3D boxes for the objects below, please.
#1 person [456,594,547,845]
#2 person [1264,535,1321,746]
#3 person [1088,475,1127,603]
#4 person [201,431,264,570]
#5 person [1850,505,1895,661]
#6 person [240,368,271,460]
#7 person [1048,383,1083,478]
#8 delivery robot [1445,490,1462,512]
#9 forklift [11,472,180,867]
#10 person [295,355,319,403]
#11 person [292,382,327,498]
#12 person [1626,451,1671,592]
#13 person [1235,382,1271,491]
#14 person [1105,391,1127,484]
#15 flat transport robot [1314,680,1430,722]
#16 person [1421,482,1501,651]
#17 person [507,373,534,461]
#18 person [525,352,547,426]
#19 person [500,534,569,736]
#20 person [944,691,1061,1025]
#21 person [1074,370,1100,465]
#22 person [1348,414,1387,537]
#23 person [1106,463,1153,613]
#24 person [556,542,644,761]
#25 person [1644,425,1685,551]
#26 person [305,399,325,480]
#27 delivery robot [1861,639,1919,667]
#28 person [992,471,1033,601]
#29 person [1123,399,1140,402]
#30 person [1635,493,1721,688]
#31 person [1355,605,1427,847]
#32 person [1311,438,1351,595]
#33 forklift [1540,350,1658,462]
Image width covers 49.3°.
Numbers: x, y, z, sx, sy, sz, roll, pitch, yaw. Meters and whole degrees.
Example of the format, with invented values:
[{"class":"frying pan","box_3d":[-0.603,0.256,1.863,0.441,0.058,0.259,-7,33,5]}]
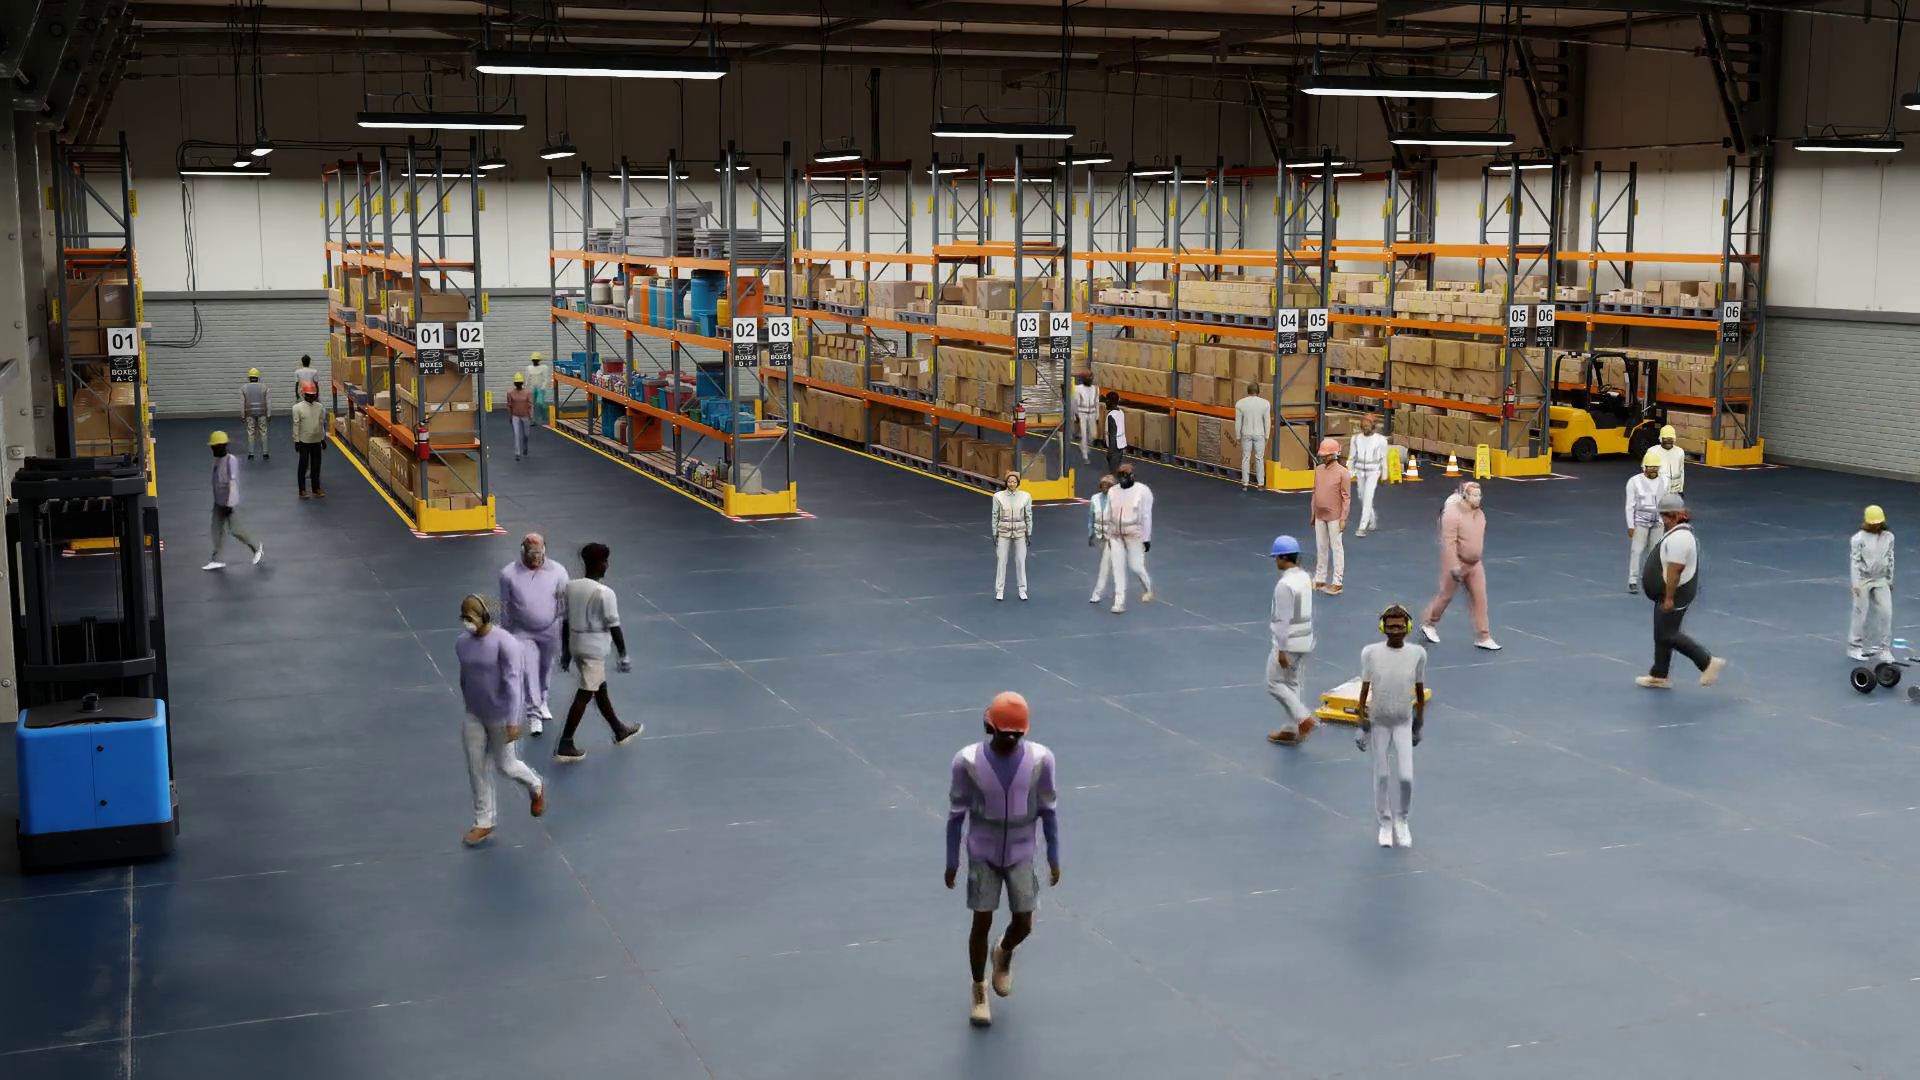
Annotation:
[{"class":"person","box_3d":[-3.552,1.333,16.061,0.644,1.911,0.758,4,10,28]},{"class":"person","box_3d":[2.985,0.913,18.832,0.511,1.920,0.602,5,10,31]},{"class":"person","box_3d":[1.890,-0.044,26.288,0.530,1.598,0.829,7,11,39]},{"class":"person","box_3d":[-10.008,-0.557,28.661,0.591,1.905,0.792,7,11,39]},{"class":"person","box_3d":[9.817,0.473,22.456,0.540,1.699,0.642,-1,9,-6]},{"class":"person","box_3d":[-14.163,-2.537,42.113,0.600,1.832,0.404,-3,9,-22]},{"class":"person","box_3d":[1.956,-1.956,38.260,0.580,1.826,0.922,-3,9,-17]},{"class":"delivery robot","box_3d":[7.822,-0.550,32.938,0.477,0.478,0.707,3,9,17]},{"class":"forklift","box_3d":[-6.630,0.886,15.957,1.129,2.768,1.873,-3,9,-21]},{"class":"person","box_3d":[-14.445,-3.169,46.299,0.506,1.840,0.795,-3,9,-19]},{"class":"person","box_3d":[-11.233,-1.731,36.209,0.398,1.989,0.621,7,11,38]},{"class":"person","box_3d":[8.811,-0.233,26.791,0.596,1.825,0.403,-1,9,-7]},{"class":"person","box_3d":[5.187,-1.836,37.099,0.627,1.936,0.374,2,9,14]},{"class":"person","box_3d":[2.607,-1.538,35.169,0.373,1.917,0.594,3,9,18]},{"class":"flat transport robot","box_3d":[4.014,1.530,20.320,0.652,0.197,1.431,5,10,31]},{"class":"person","box_3d":[5.586,0.262,23.371,0.651,1.862,0.986,-5,10,-30]},{"class":"person","box_3d":[-8.847,-2.498,42.164,0.524,1.741,0.725,-2,9,-12]},{"class":"person","box_3d":[-9.925,-3.535,49.078,0.556,1.739,0.526,2,9,11]},{"class":"person","box_3d":[-3.955,0.840,19.593,0.652,1.851,1.032,-3,9,-17]},{"class":"person","box_3d":[0.248,1.846,12.315,0.715,2.007,0.587,-1,9,-5]},{"class":"person","box_3d":[2.490,-2.422,41.235,0.583,1.871,0.432,-3,9,-21]},{"class":"person","box_3d":[6.225,-1.009,31.895,0.585,1.852,0.892,5,10,31]},{"class":"person","box_3d":[2.069,-0.043,25.509,0.639,1.829,0.631,5,10,31]},{"class":"person","box_3d":[-3.204,0.964,18.510,0.618,1.905,1.028,8,12,43]},{"class":"person","box_3d":[10.158,-0.748,30.184,0.601,1.830,0.403,-1,9,-5]},{"class":"person","box_3d":[-12.029,-1.954,38.714,0.552,1.674,0.682,-6,10,-35]},{"class":"delivery robot","box_3d":[9.419,1.111,21.002,0.335,0.223,0.698,-6,10,-34]},{"class":"person","box_3d":[0.652,-0.056,26.250,0.513,1.630,0.318,0,9,0]},{"class":"person","box_3d":[3.893,-3.331,47.139,0.561,1.916,0.717,-3,9,-20]},{"class":"person","box_3d":[7.257,0.530,21.115,0.739,2.000,0.683,3,9,18]},{"class":"person","box_3d":[3.238,1.406,15.771,0.521,1.853,0.509,1,9,9]},{"class":"person","box_3d":[4.708,-0.312,26.742,0.382,1.994,0.608,-6,11,-36]},{"class":"forklift","box_3d":[12.897,-2.725,42.309,2.313,2.155,1.214,-3,9,-21]}]
